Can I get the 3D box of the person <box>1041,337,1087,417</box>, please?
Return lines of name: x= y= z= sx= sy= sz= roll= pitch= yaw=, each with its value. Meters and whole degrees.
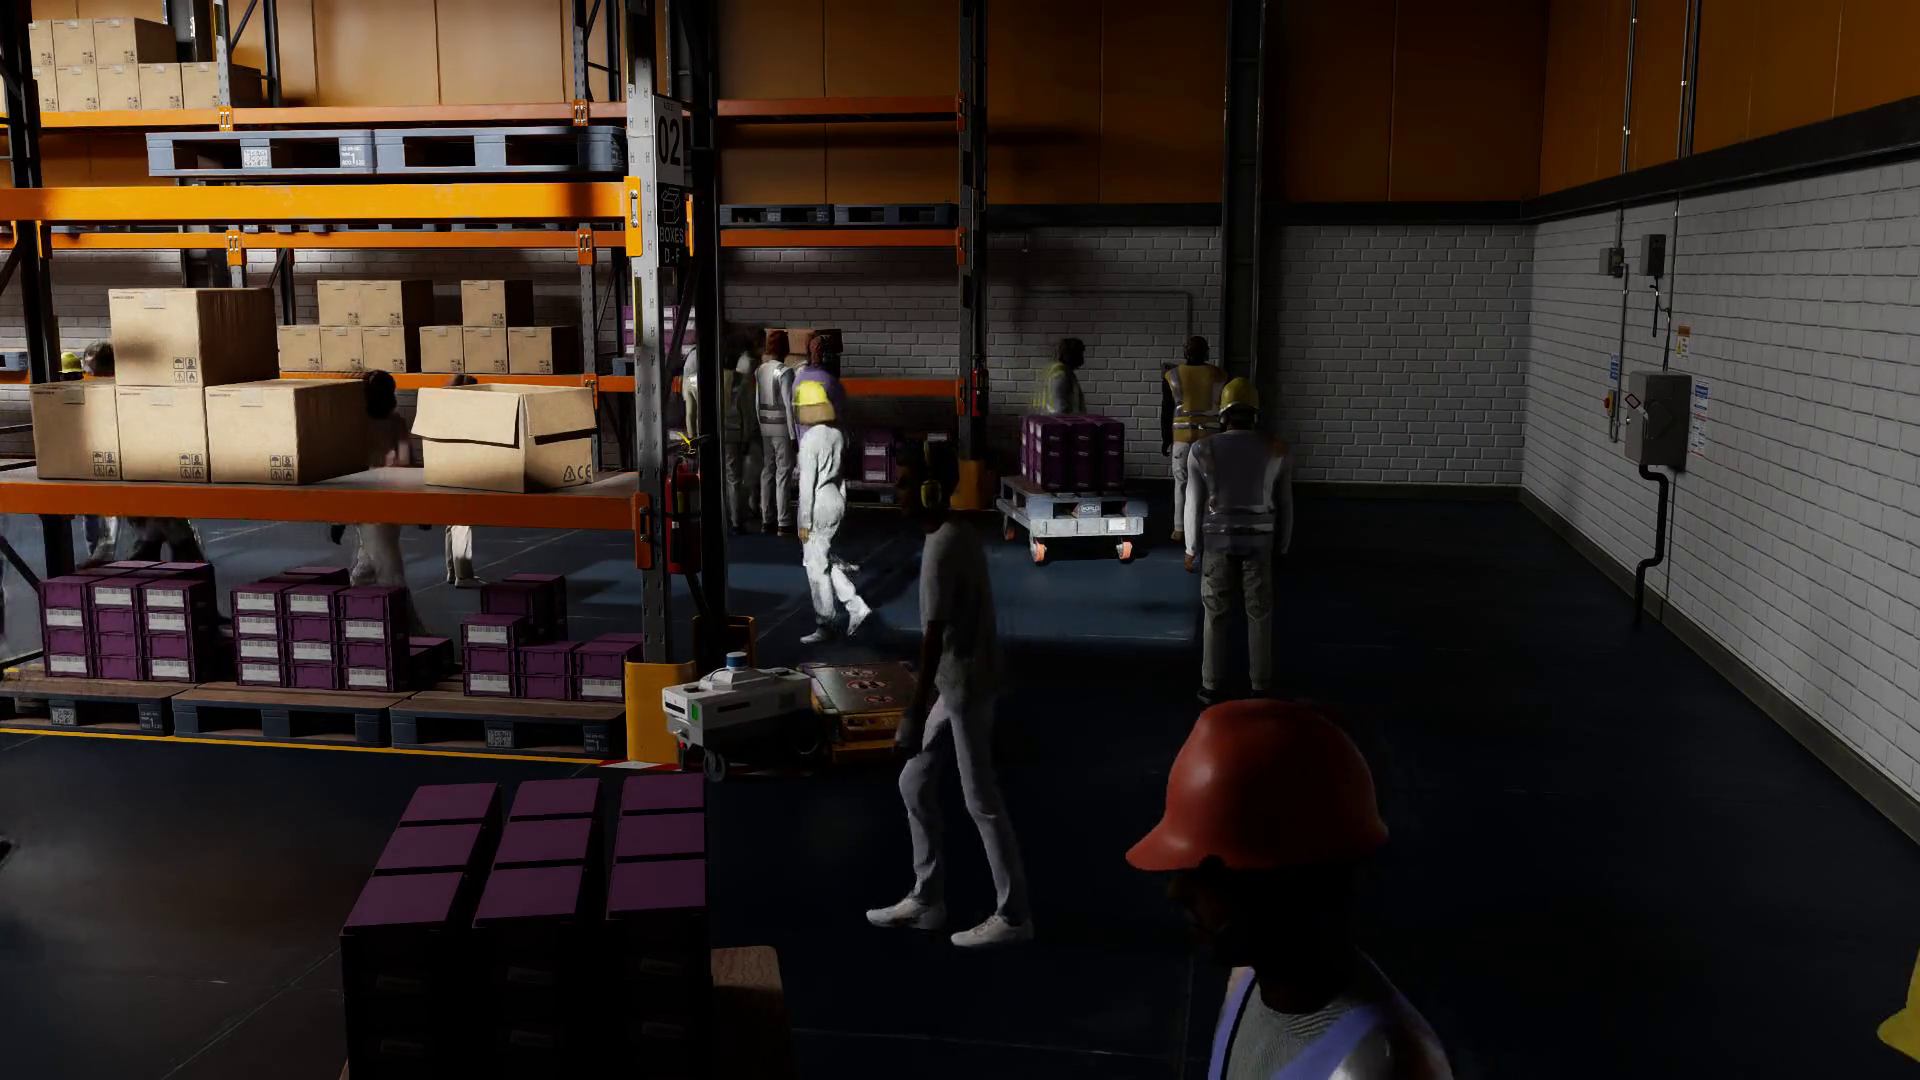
person: x=0.870 y=-0.979 z=15.442 sx=0.702 sy=1.810 sz=0.629 roll=1 pitch=9 yaw=6

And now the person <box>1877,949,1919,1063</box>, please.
person: x=1.040 y=1.253 z=1.505 sx=0.610 sy=1.863 sz=0.841 roll=-2 pitch=9 yaw=-13

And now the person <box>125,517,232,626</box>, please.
person: x=-5.450 y=-0.314 z=11.172 sx=0.953 sy=1.891 sz=0.558 roll=-2 pitch=9 yaw=-15

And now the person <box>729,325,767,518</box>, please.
person: x=-2.000 y=-1.133 z=16.174 sx=0.413 sy=1.912 sz=0.661 roll=0 pitch=9 yaw=-3

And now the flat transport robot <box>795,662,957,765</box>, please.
flat transport robot: x=-0.456 y=0.873 z=8.739 sx=0.652 sy=0.197 sz=1.431 roll=-2 pitch=9 yaw=-14

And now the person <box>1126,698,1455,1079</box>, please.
person: x=0.526 y=1.128 z=2.099 sx=0.667 sy=1.913 sz=0.554 roll=-1 pitch=9 yaw=-6

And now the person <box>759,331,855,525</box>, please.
person: x=-1.465 y=-1.048 z=15.768 sx=0.824 sy=1.862 sz=0.577 roll=2 pitch=9 yaw=12

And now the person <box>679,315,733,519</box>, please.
person: x=-2.452 y=-1.174 z=15.970 sx=0.610 sy=2.000 sz=0.710 roll=0 pitch=9 yaw=-1

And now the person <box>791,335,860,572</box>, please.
person: x=-1.078 y=-0.692 z=13.396 sx=0.409 sy=1.908 sz=0.639 roll=-7 pitch=11 yaw=-36

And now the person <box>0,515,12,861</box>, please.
person: x=-3.885 y=0.441 z=6.348 sx=0.453 sy=1.909 sz=0.601 roll=3 pitch=10 yaw=17

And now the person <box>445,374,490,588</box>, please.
person: x=-3.810 y=-0.452 z=12.730 sx=0.312 sy=1.638 sz=0.523 roll=-5 pitch=10 yaw=-28

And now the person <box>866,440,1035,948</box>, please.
person: x=-0.072 y=0.560 z=5.855 sx=0.746 sy=1.831 sz=0.513 roll=0 pitch=9 yaw=1

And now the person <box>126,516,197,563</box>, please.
person: x=-5.498 y=-0.385 z=11.385 sx=0.627 sy=1.941 sz=0.371 roll=1 pitch=9 yaw=5

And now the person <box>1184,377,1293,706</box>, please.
person: x=1.537 y=0.015 z=9.240 sx=0.602 sy=1.827 sz=0.404 roll=0 pitch=9 yaw=2

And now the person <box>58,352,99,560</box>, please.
person: x=-7.158 y=-0.634 z=13.471 sx=0.311 sy=1.768 sz=0.533 roll=7 pitch=12 yaw=37

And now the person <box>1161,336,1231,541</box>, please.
person: x=2.104 y=-0.899 z=14.882 sx=0.624 sy=1.845 sz=0.430 roll=1 pitch=9 yaw=3

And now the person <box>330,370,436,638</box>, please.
person: x=-3.705 y=-0.187 z=10.623 sx=0.965 sy=1.797 sz=0.663 roll=3 pitch=10 yaw=18

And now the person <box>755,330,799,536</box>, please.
person: x=-1.648 y=-0.977 z=15.233 sx=0.352 sy=1.884 sz=0.580 roll=-7 pitch=12 yaw=-39

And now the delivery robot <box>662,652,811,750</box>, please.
delivery robot: x=-1.083 y=0.789 z=8.096 sx=0.707 sy=0.478 sz=0.477 roll=-7 pitch=12 yaw=-39

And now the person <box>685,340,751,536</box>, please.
person: x=-2.197 y=-0.938 z=15.176 sx=0.586 sy=1.825 sz=0.403 roll=-1 pitch=9 yaw=-7

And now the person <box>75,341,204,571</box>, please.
person: x=-6.650 y=-0.677 z=13.427 sx=0.673 sy=1.886 sz=0.912 roll=7 pitch=11 yaw=36

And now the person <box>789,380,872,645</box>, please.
person: x=-0.877 y=-0.160 z=10.630 sx=0.426 sy=1.719 sz=0.503 roll=3 pitch=10 yaw=21
